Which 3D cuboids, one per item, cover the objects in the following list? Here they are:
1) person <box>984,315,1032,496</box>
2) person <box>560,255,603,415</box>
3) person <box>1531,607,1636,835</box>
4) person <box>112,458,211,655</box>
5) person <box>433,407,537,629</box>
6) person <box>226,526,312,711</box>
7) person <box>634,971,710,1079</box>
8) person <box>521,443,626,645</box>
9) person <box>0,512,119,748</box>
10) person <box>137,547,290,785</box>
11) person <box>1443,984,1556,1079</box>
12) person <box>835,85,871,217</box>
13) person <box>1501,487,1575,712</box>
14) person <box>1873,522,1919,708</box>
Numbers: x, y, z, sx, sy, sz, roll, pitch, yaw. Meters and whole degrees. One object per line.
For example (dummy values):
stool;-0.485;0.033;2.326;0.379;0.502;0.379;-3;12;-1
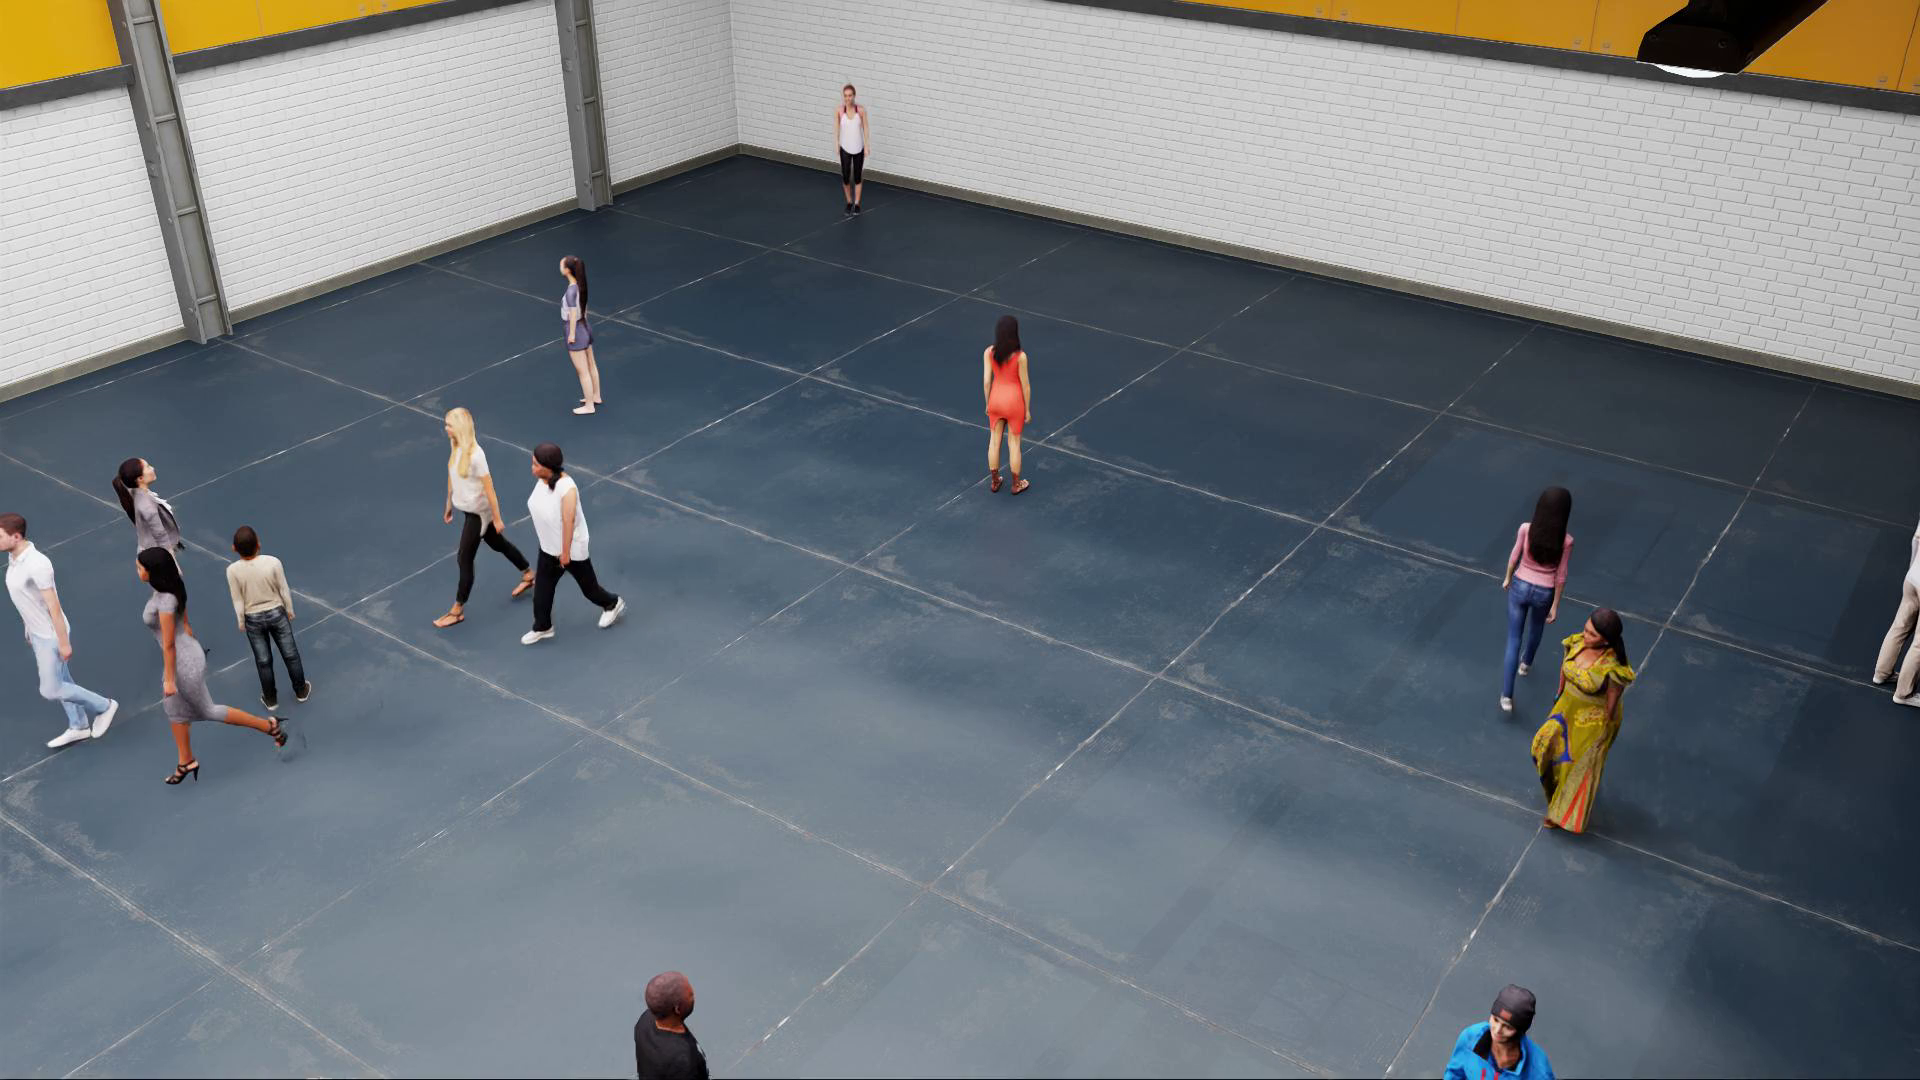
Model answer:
person;0.422;-1.224;15.114;0.637;1.724;0.609;10;30;18
person;-3.822;-2.080;16.761;0.725;1.650;0.602;4;29;7
person;4.141;1.139;10.863;1.029;1.646;0.918;-16;32;-27
person;-6.102;0.139;12.664;0.662;1.678;0.668;-24;37;-37
person;-3.753;-0.227;13.234;1.251;1.774;0.824;-23;36;-35
person;-5.058;0.564;12.106;0.590;1.465;0.687;-13;31;-22
person;-1.402;2.778;7.711;0.816;1.786;0.809;-18;33;-29
person;-3.026;0.017;12.909;1.144;1.657;0.839;-22;36;-35
person;-6.288;0.610;11.628;0.730;1.843;0.765;23;36;36
person;-5.128;0.863;11.270;1.165;1.741;0.954;-15;32;-25
person;2.532;2.756;7.792;1.225;1.749;0.883;-20;34;-32
person;-1.442;-5.298;22.532;0.758;1.772;0.800;0;29;0
person;4.131;0.442;12.083;0.759;1.701;1.179;12;31;21
person;7.088;0.325;12.133;0.819;1.859;0.726;-2;29;-3
